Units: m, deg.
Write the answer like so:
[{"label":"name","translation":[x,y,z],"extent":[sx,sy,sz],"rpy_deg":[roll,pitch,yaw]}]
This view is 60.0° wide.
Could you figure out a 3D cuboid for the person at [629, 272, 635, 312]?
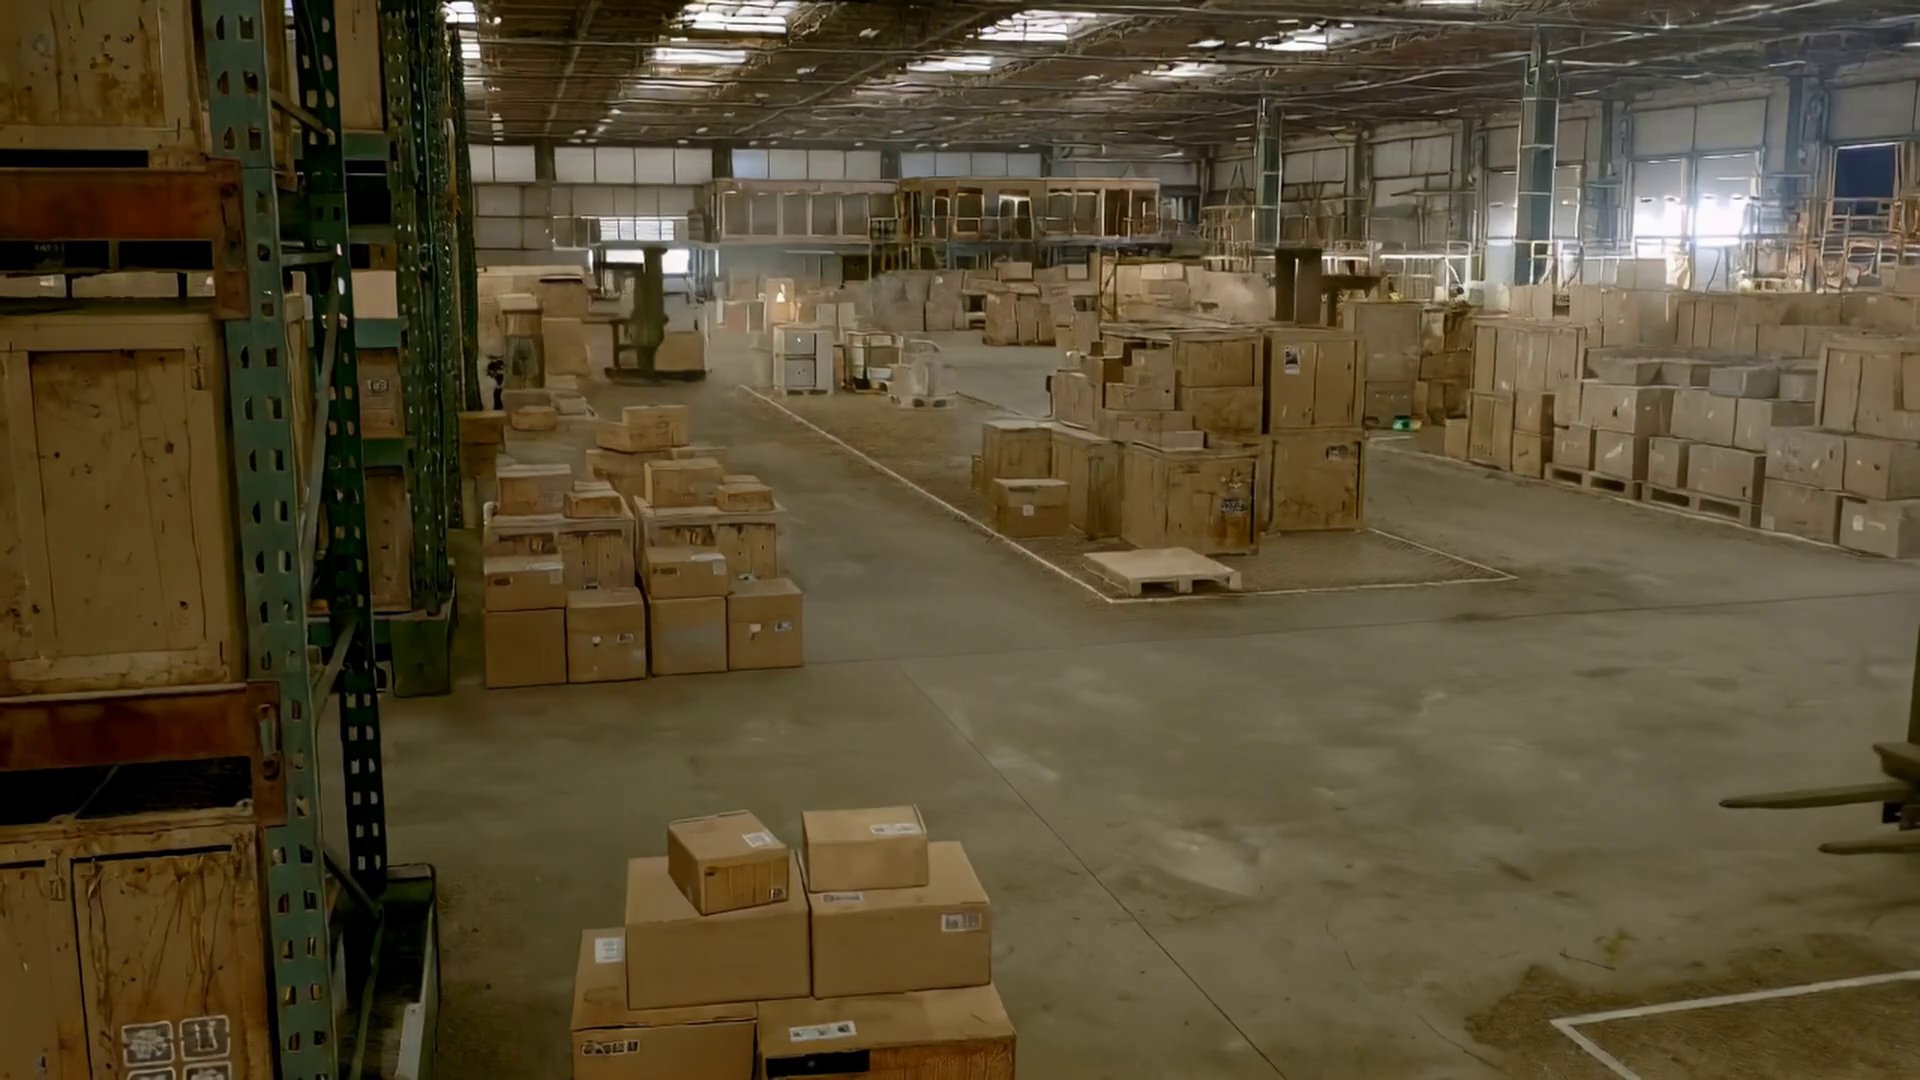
[{"label":"person","translation":[-11.964,-8.984,61.538],"extent":[0.610,2.006,0.929],"rpy_deg":[-1,10,-5]}]

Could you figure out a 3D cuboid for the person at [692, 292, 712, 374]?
[{"label":"person","translation":[-5.850,-4.687,37.610],"extent":[0.437,1.854,0.526],"rpy_deg":[8,13,38]}]

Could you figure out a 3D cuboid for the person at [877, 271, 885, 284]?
[{"label":"person","translation":[-2.786,-8.657,59.705],"extent":[0.387,1.989,0.623],"rpy_deg":[7,12,36]}]

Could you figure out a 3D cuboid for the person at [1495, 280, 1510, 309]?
[{"label":"person","translation":[19.093,-8.297,58.500],"extent":[0.535,1.699,0.318],"rpy_deg":[-2,10,-11]}]

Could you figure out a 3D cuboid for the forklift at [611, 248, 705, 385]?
[{"label":"forklift","translation":[-6.339,-4.677,34.654],"extent":[1.873,2.768,1.129],"rpy_deg":[-3,10,-15]}]

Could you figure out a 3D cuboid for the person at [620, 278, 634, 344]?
[{"label":"person","translation":[-9.829,-6.783,49.254],"extent":[0.359,1.938,0.545],"rpy_deg":[-9,14,-43]}]

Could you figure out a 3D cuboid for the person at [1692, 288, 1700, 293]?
[{"label":"person","translation":[18.993,-5.612,42.990],"extent":[0.519,1.819,0.861],"rpy_deg":[7,12,36]}]

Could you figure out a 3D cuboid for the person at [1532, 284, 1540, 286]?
[{"label":"person","translation":[15.011,-5.775,43.650],"extent":[0.593,1.906,0.782],"rpy_deg":[-1,10,-8]}]

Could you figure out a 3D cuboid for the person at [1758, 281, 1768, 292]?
[{"label":"person","translation":[22.617,-6.327,46.803],"extent":[0.962,1.901,0.559],"rpy_deg":[-8,13,-38]}]

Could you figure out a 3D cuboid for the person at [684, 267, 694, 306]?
[{"label":"person","translation":[-13.102,-12.273,80.530],"extent":[0.582,1.877,0.351],"rpy_deg":[5,11,27]}]

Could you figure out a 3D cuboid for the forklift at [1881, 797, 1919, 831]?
[{"label":"forklift","translation":[5.582,0.090,7.661],"extent":[1.873,2.768,1.129],"rpy_deg":[-3,10,-15]}]

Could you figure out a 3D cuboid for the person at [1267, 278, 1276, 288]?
[{"label":"person","translation":[9.594,-7.183,51.655],"extent":[0.719,1.887,0.870],"rpy_deg":[0,10,2]}]

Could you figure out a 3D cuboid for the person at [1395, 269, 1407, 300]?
[{"label":"person","translation":[20.481,-11.739,77.480],"extent":[0.596,1.876,0.949],"rpy_deg":[-9,13,-41]}]

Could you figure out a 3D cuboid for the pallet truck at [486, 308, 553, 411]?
[{"label":"pallet truck","translation":[-6.242,-2.418,24.362],"extent":[0.823,1.965,1.885],"rpy_deg":[1,10,3]}]

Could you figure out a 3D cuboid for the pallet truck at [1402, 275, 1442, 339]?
[{"label":"pallet truck","translation":[14.620,-7.324,52.145],"extent":[0.823,1.965,1.885],"rpy_deg":[8,13,40]}]

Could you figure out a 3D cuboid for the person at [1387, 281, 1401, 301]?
[{"label":"person","translation":[12.085,-6.272,46.431],"extent":[0.391,1.913,0.587],"rpy_deg":[8,13,38]}]

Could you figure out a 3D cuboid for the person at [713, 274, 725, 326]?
[{"label":"person","translation":[-8.723,-8.676,60.167],"extent":[0.311,1.869,0.530],"rpy_deg":[7,12,33]}]

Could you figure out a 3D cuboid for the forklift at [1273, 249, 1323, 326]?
[{"label":"forklift","translation":[4.855,-2.824,24.162],"extent":[1.873,2.768,1.129],"rpy_deg":[-3,10,-15]}]

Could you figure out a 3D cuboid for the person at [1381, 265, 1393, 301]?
[{"label":"person","translation":[20.745,-12.372,80.867],"extent":[0.605,1.950,0.381],"rpy_deg":[7,12,33]}]

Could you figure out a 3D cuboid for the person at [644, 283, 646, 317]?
[{"label":"person","translation":[-9.721,-7.383,52.355],"extent":[0.695,2.000,1.041],"rpy_deg":[3,11,18]}]
